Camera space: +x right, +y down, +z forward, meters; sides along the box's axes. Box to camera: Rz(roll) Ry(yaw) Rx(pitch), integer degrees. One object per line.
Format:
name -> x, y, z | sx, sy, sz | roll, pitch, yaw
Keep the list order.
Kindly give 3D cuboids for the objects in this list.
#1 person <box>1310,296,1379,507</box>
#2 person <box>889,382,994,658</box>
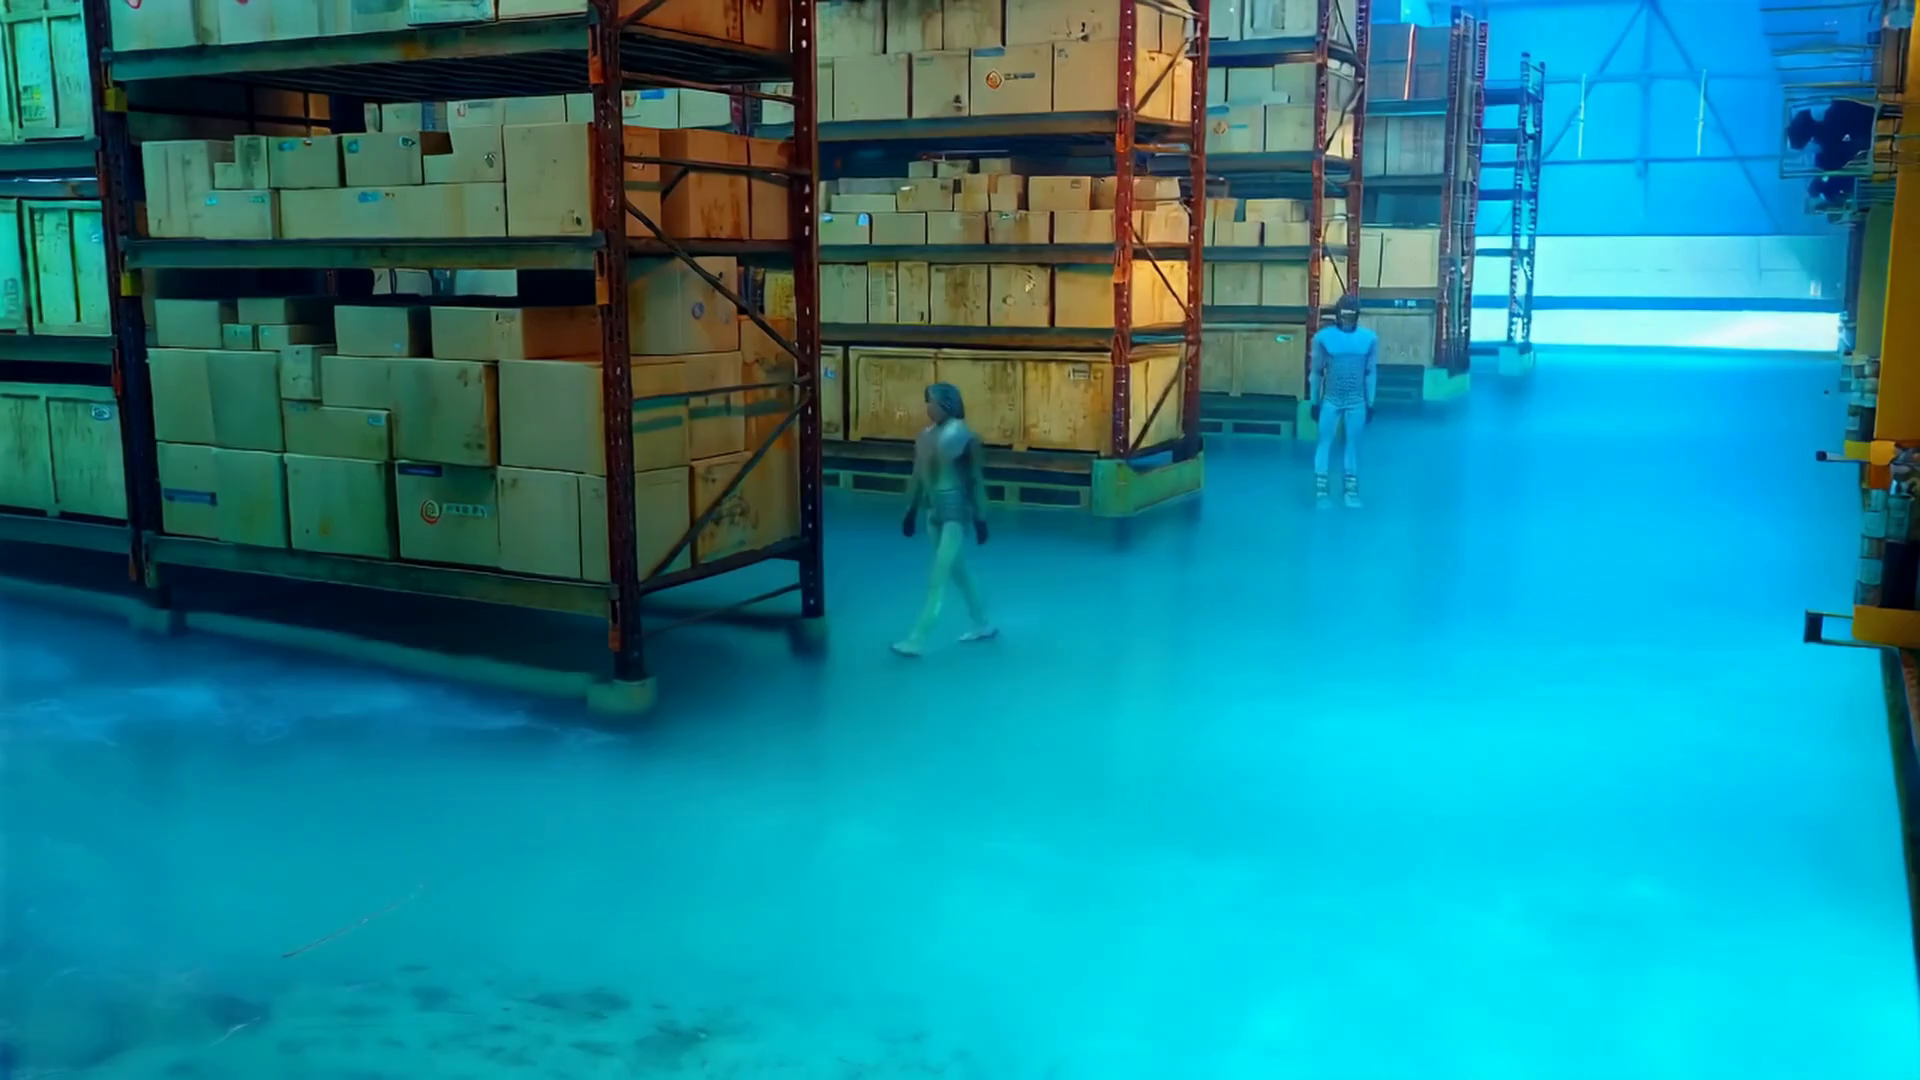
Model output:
person -> 3.527, -1.263, 15.292 | 0.628, 1.936, 0.377 | -1, 10, -4
person -> -0.088, -0.128, 9.722 | 0.888, 1.588, 0.545 | -8, 13, -40
